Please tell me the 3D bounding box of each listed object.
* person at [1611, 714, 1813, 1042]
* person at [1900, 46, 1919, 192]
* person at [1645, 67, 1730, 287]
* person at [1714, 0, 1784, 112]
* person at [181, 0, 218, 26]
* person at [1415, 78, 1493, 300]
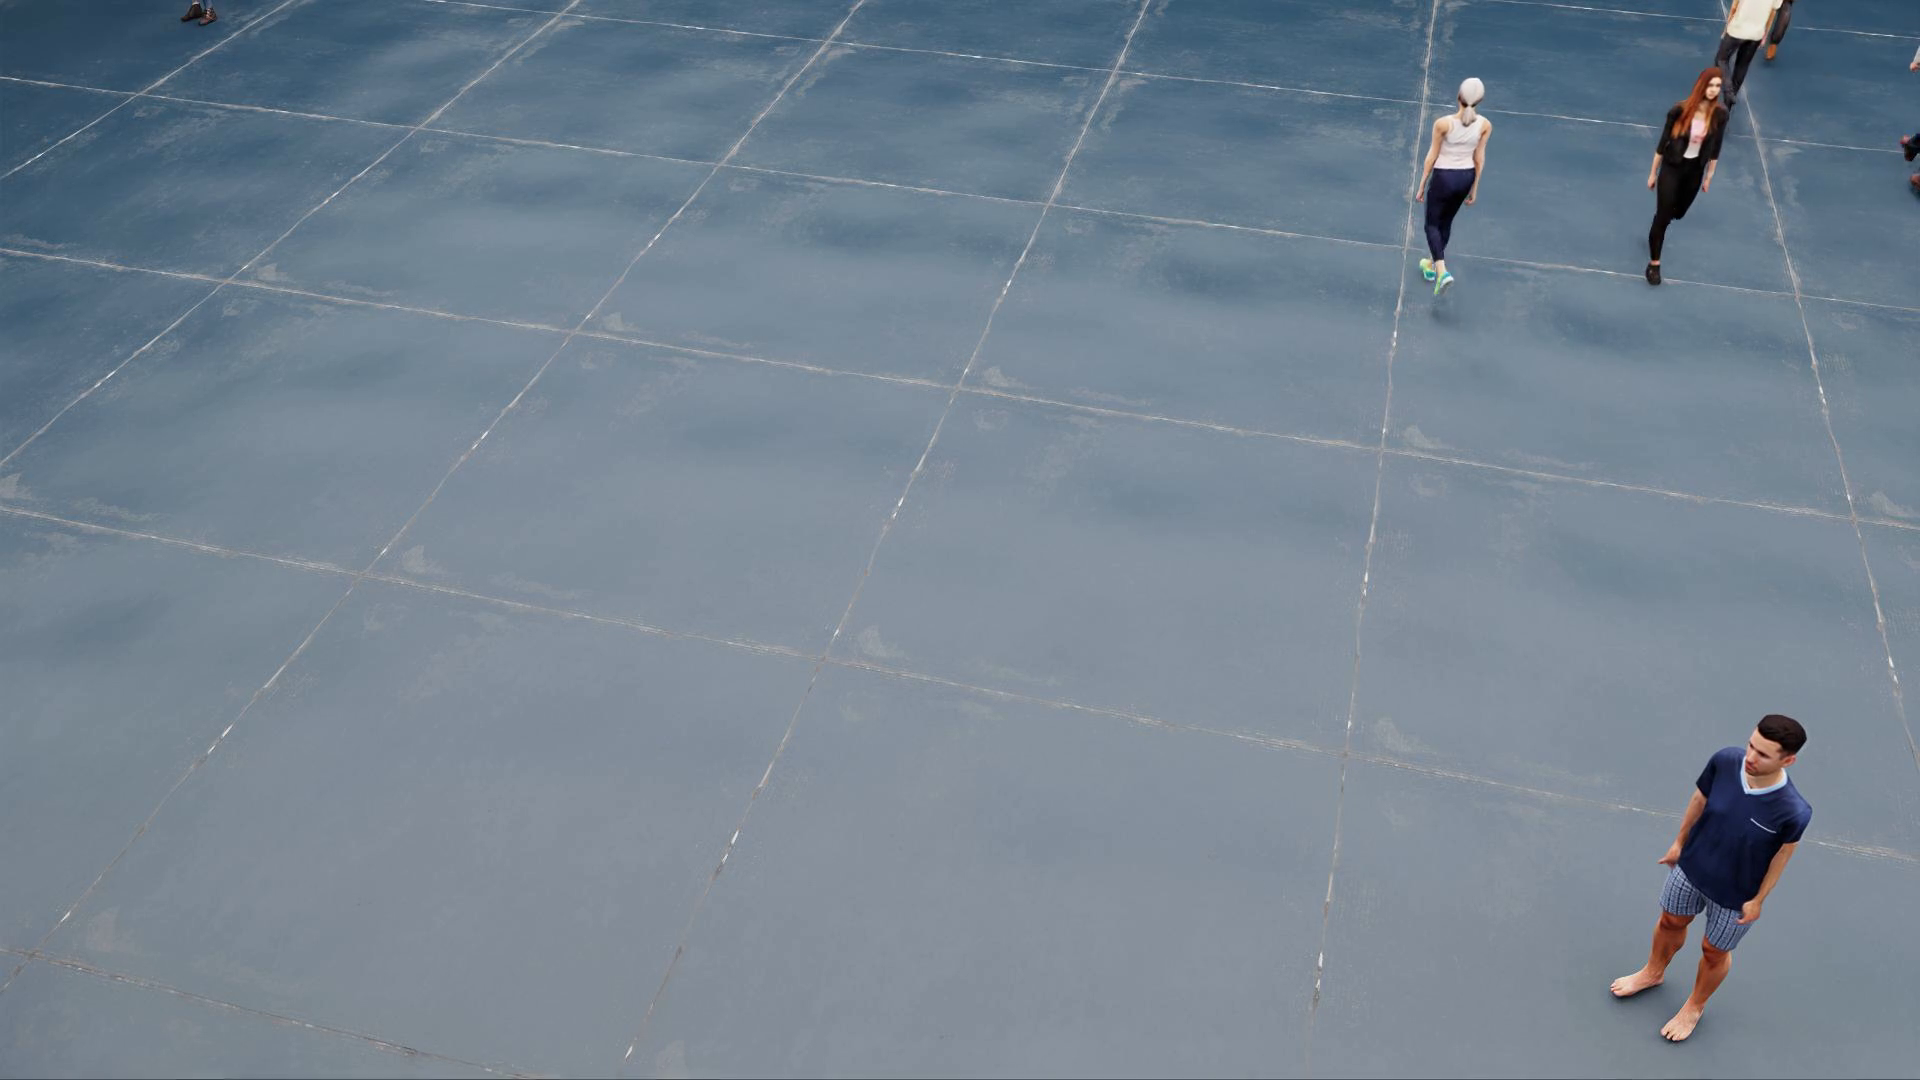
[{"bbox_3d":[3.306,1.439,7.217,0.757,1.849,0.707,-22,43,-25],"label":"person"},{"bbox_3d":[8.338,-3.847,13.968,0.851,1.856,1.237,4,38,6],"label":"person"},{"bbox_3d":[5.563,-2.879,12.865,0.662,1.689,1.059,6,38,8],"label":"person"},{"bbox_3d":[7.153,-4.581,15.134,0.652,1.575,0.797,5,38,6],"label":"person"},{"bbox_3d":[-8.008,-6.157,17.104,0.694,1.629,0.697,20,42,24],"label":"person"},{"bbox_3d":[3.705,-2.617,12.537,0.812,1.681,1.081,-1,38,-2],"label":"person"}]
